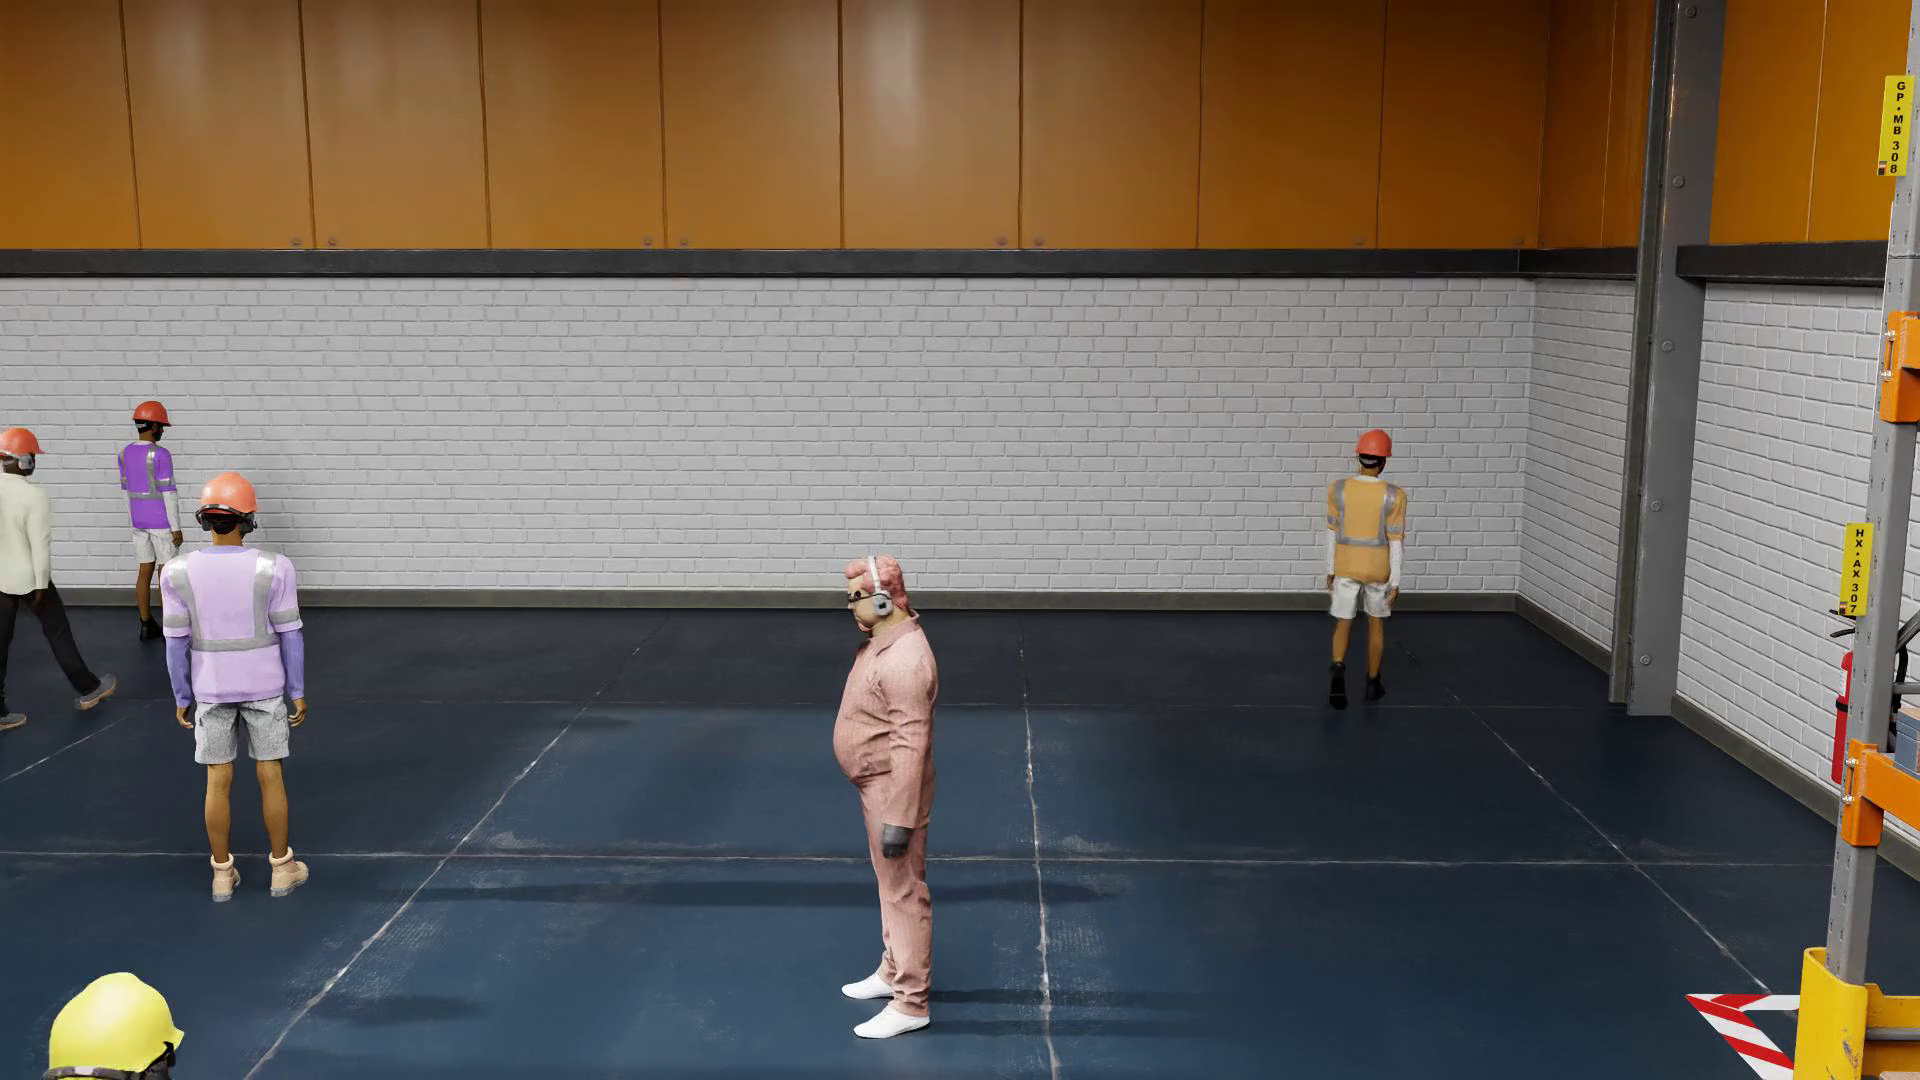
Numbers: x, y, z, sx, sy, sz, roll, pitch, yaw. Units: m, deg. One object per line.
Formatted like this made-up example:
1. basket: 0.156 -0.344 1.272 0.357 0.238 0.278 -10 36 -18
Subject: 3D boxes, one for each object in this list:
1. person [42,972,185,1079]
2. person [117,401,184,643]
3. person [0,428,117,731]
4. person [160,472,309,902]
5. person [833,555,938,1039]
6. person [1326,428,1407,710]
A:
1. person: -1.571 1.665 3.079 0.523 1.719 0.927 3 10 16
2. person: -6.407 -0.144 13.269 0.542 1.929 0.368 4 10 24
3. person: -6.116 0.231 10.962 0.618 1.944 1.008 2 10 12
4. person: -3.417 0.697 7.892 0.611 2.043 0.375 -2 10 -11
5. person: -0.295 0.996 6.537 0.400 1.901 0.643 -1 10 -7
6. person: 2.725 0.202 11.264 0.552 1.912 0.791 4 10 23
